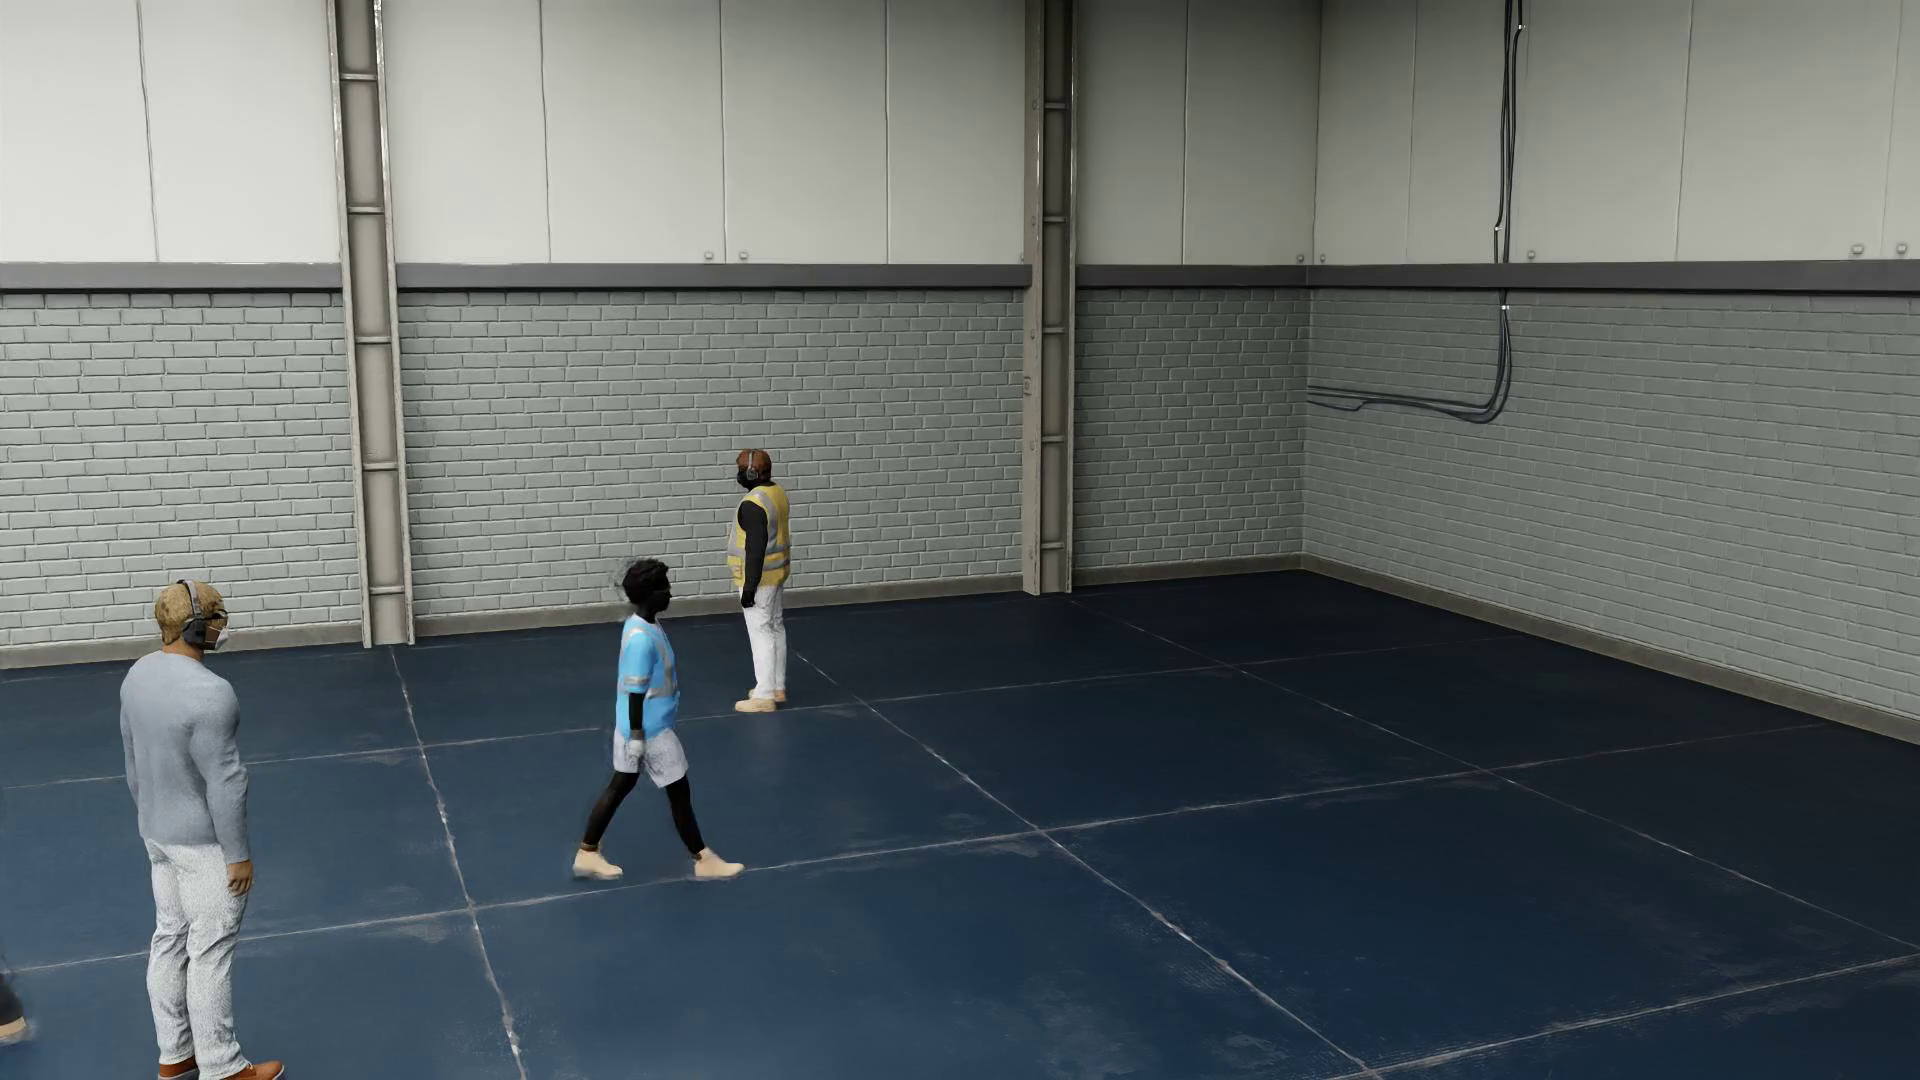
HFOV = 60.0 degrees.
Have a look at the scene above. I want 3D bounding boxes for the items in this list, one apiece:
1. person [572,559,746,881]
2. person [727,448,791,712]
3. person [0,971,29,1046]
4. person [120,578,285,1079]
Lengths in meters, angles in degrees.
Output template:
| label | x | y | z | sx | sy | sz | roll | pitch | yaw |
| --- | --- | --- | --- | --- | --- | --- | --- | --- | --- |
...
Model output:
| label | x | y | z | sx | sy | sz | roll | pitch | yaw |
| --- | --- | --- | --- | --- | --- | --- | --- | --- | --- |
| person | -1.554 | 0.905 | 8.260 | 0.857 | 1.652 | 0.540 | -2 | 9 | -11 |
| person | -1.404 | 0.276 | 11.615 | 0.429 | 1.839 | 0.633 | 2 | 9 | 11 |
| person | -4.120 | 1.150 | 6.308 | 0.975 | 1.784 | 0.531 | -5 | 11 | -31 |
| person | -2.819 | 1.099 | 6.134 | 0.635 | 1.937 | 0.353 | 7 | 11 | 36 |
